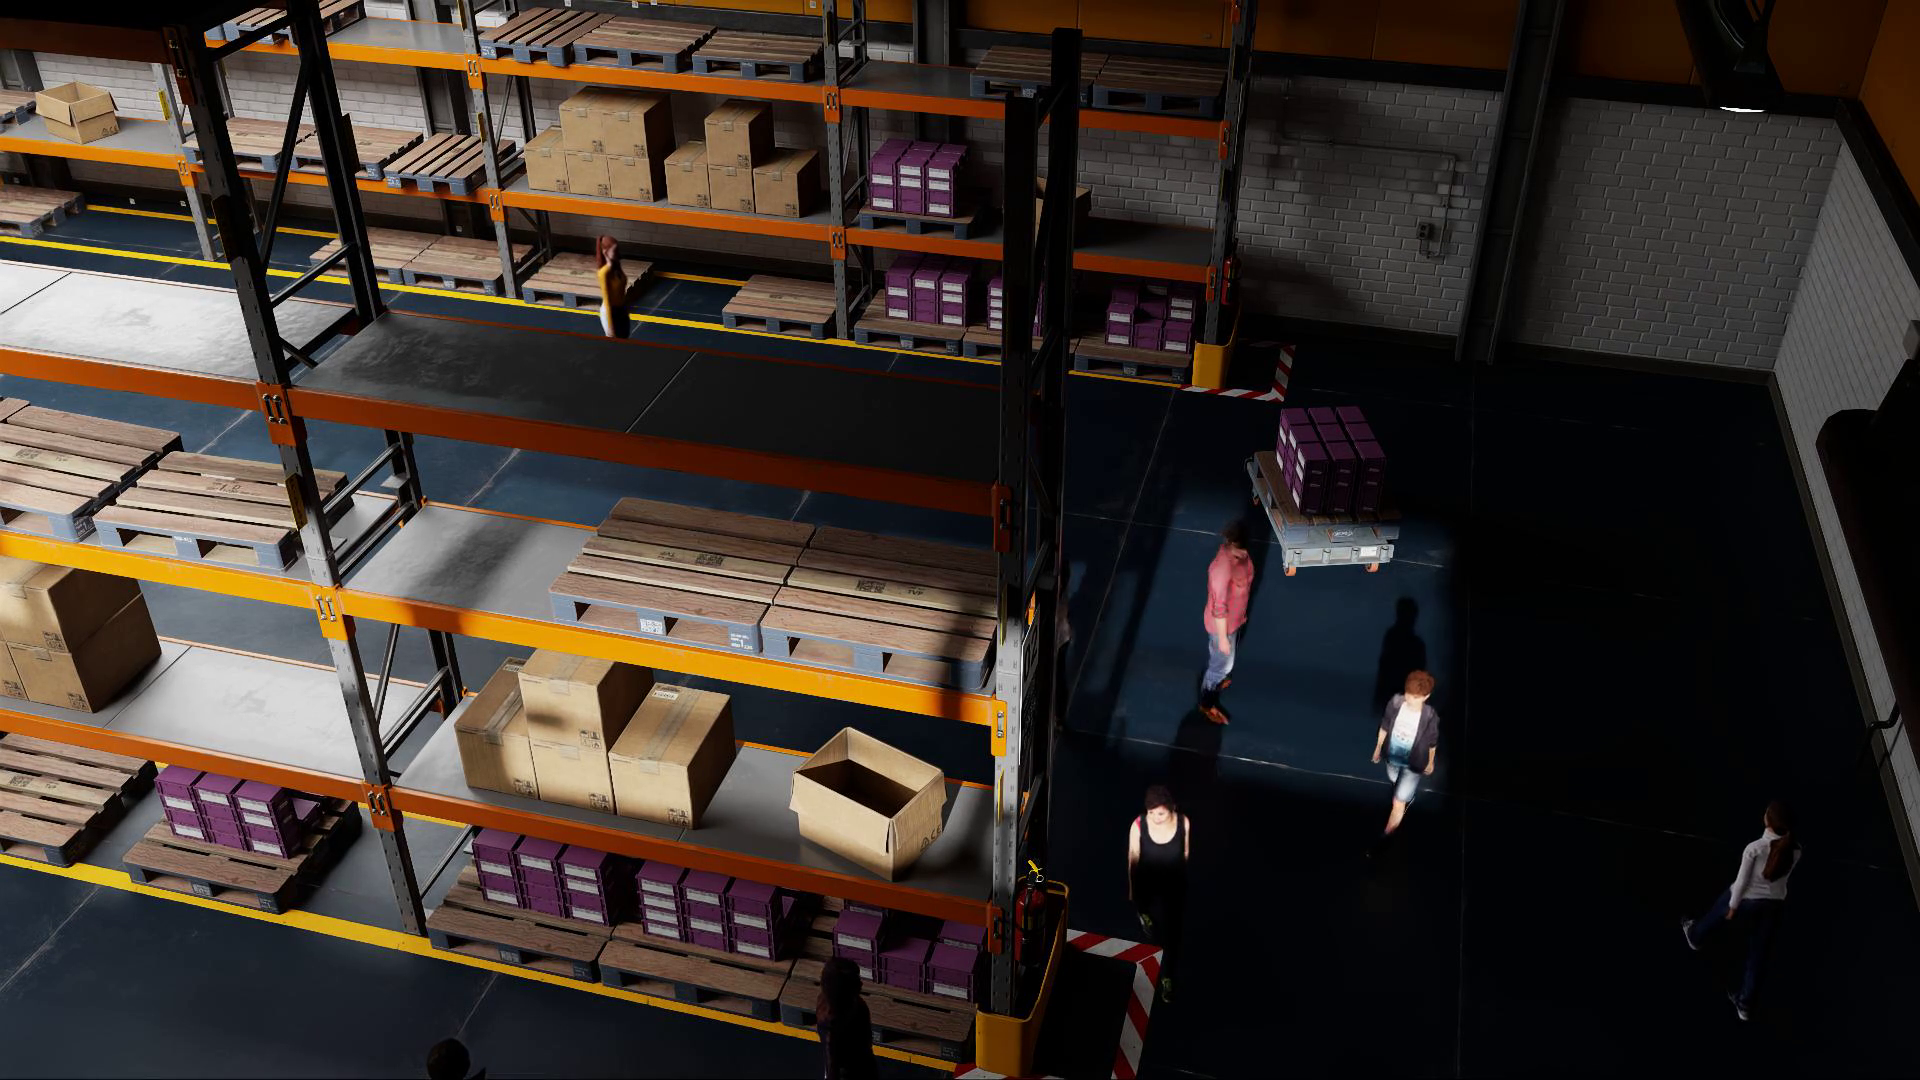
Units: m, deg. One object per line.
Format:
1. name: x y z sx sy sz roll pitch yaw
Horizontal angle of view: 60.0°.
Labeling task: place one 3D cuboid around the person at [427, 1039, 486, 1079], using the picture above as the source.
1. person: -2.540 3.210 8.591 0.600 1.661 0.665 25 41 32

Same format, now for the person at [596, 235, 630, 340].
1. person: -3.492 -2.248 16.731 0.534 1.741 0.588 6 34 9

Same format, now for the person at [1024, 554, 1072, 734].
1. person: 0.725 0.776 12.281 0.809 1.630 0.728 26 42 34

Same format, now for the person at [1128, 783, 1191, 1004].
1. person: 1.229 2.061 10.456 1.057 1.511 0.867 -4 34 -6

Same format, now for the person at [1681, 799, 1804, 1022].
1. person: 4.876 2.279 10.125 1.017 1.514 0.732 2 34 3

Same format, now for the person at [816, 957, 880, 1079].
1. person: -0.664 2.885 9.144 0.933 1.590 0.662 4 34 6

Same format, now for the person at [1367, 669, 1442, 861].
1. person: 3.096 1.459 11.452 0.995 1.411 0.891 26 41 33

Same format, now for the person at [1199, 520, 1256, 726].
1. person: 1.967 0.553 12.448 0.607 1.817 0.875 6 34 9
